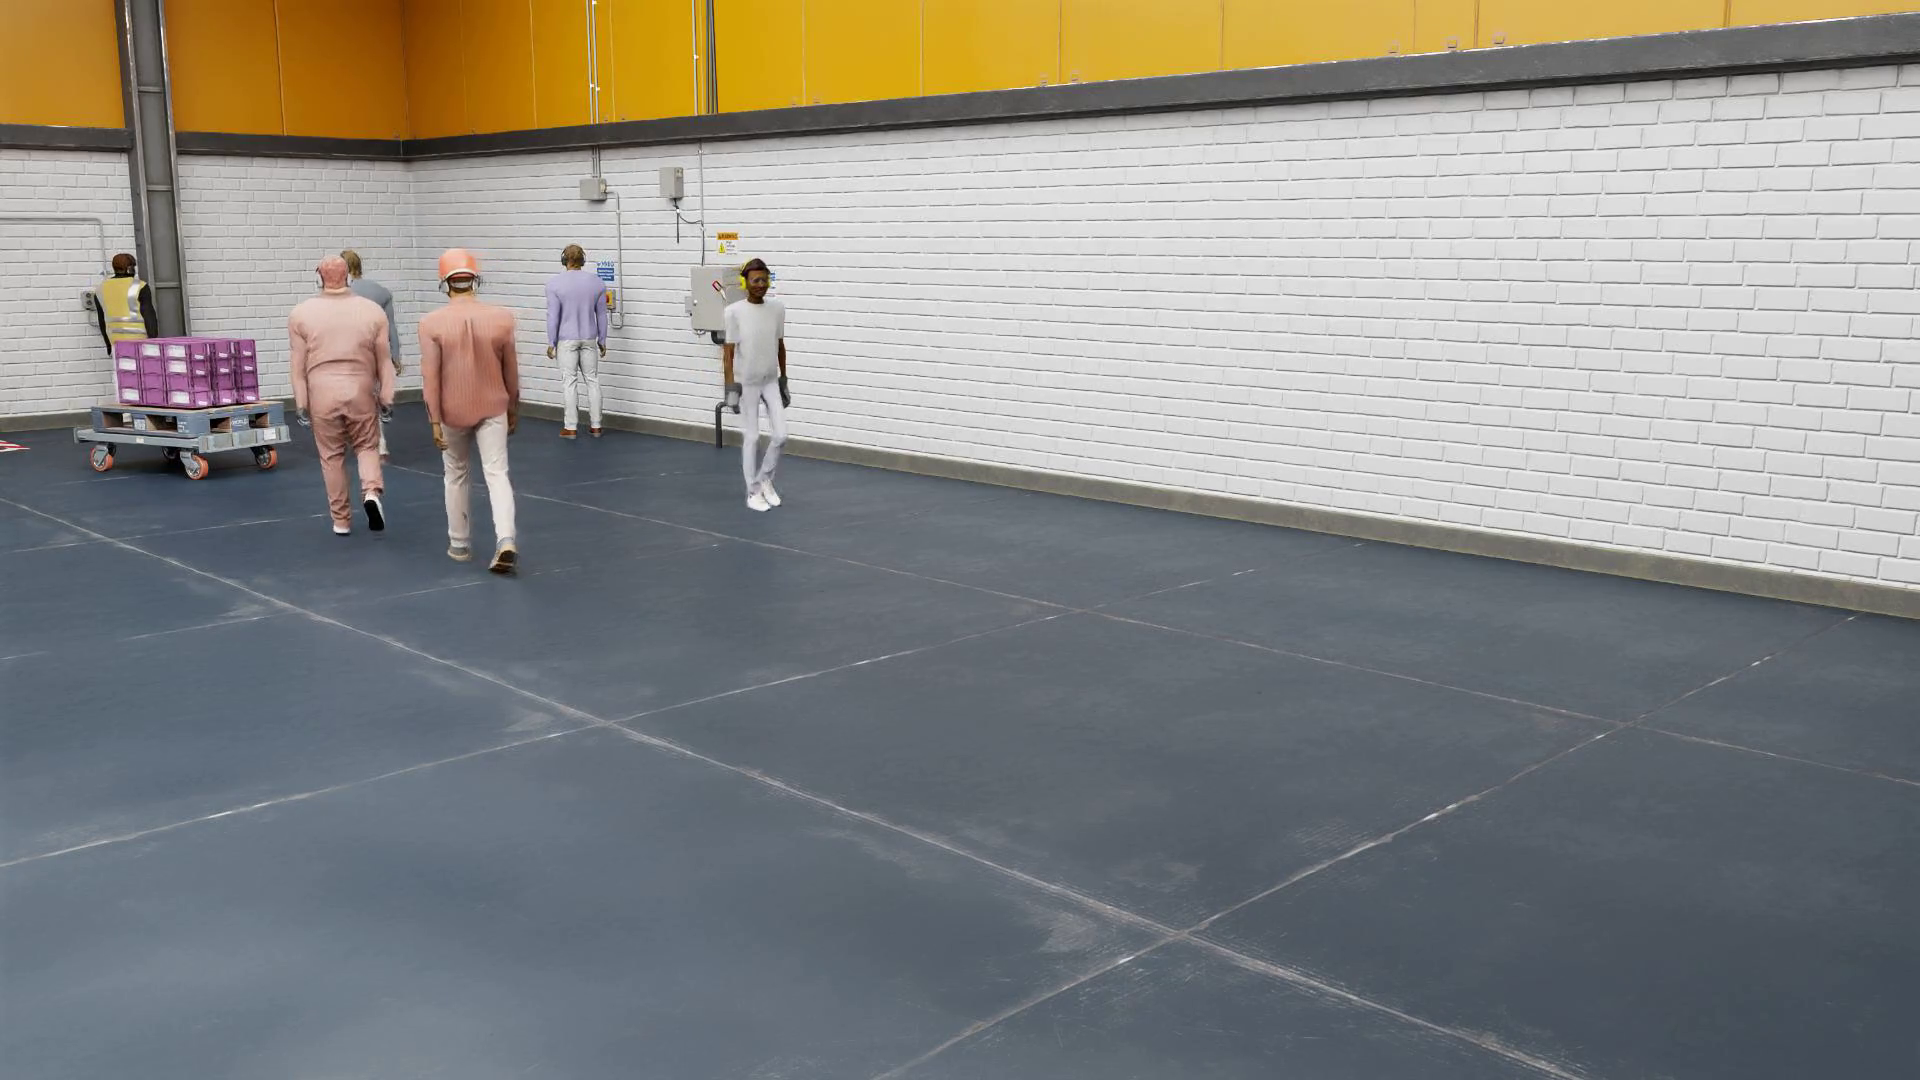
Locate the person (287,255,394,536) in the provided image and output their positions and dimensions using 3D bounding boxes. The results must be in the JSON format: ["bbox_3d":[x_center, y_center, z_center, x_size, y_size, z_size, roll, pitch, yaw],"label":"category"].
[{"bbox_3d":[-4.123,-0.950,11.123,0.646,1.895,0.528,-5,11,-23],"label":"person"}]

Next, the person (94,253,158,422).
[{"bbox_3d":[-8.589,-2.048,17.258,0.628,1.842,0.429,1,10,8],"label":"person"}]

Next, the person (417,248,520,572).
[{"bbox_3d":[-2.943,-0.786,10.090,0.608,1.958,0.979,-5,12,-27],"label":"person"}]

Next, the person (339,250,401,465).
[{"bbox_3d":[-5.404,-1.627,14.861,1.017,1.877,0.649,9,13,39],"label":"person"}]

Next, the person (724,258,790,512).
[{"bbox_3d":[-1.470,-1.125,12.176,0.563,1.852,0.418,-7,12,-32],"label":"person"}]

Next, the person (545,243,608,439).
[{"bbox_3d":[-3.825,-1.978,16.610,0.638,1.938,0.356,-7,12,-33],"label":"person"}]
